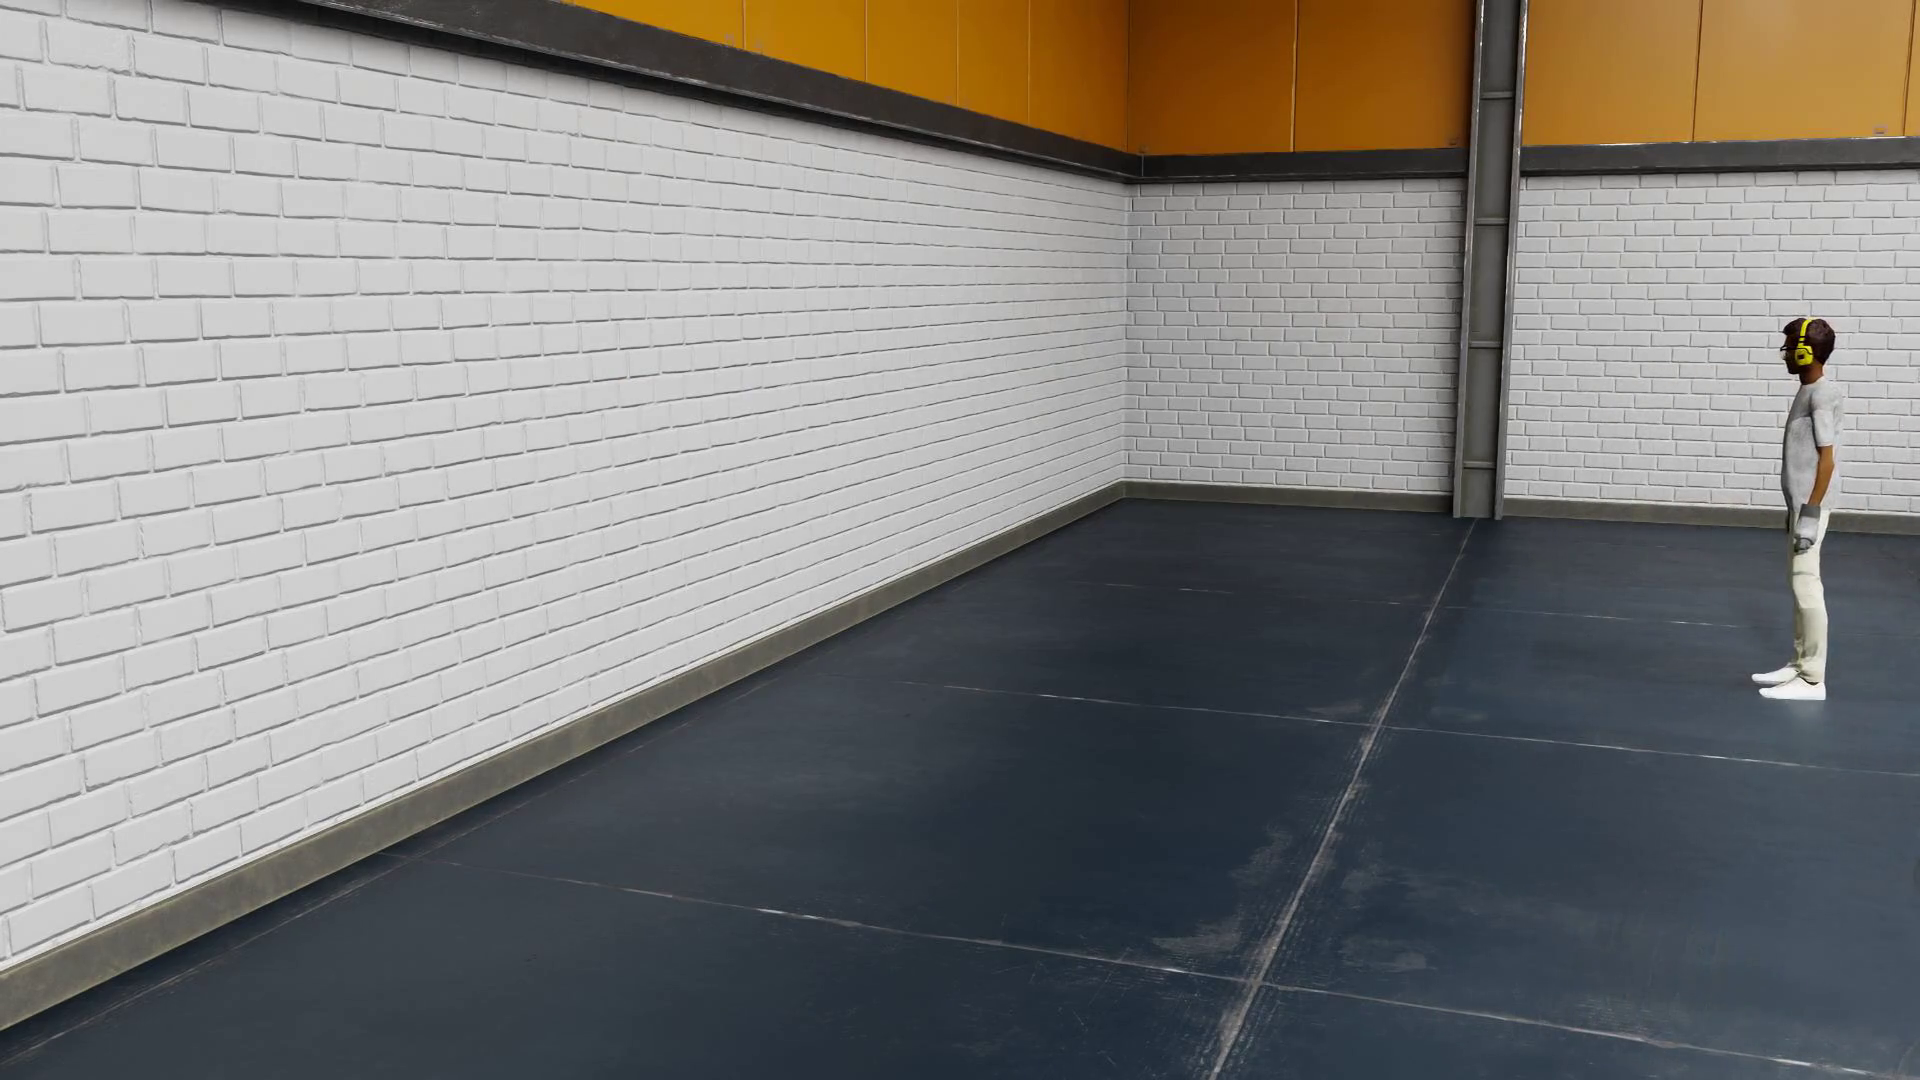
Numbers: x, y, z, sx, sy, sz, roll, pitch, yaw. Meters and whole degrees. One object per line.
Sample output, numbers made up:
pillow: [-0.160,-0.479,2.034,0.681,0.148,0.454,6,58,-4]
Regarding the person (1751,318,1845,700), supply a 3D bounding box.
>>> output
person: [4.121,-0.146,8.130,0.317,1.863,0.523,4,10,21]
